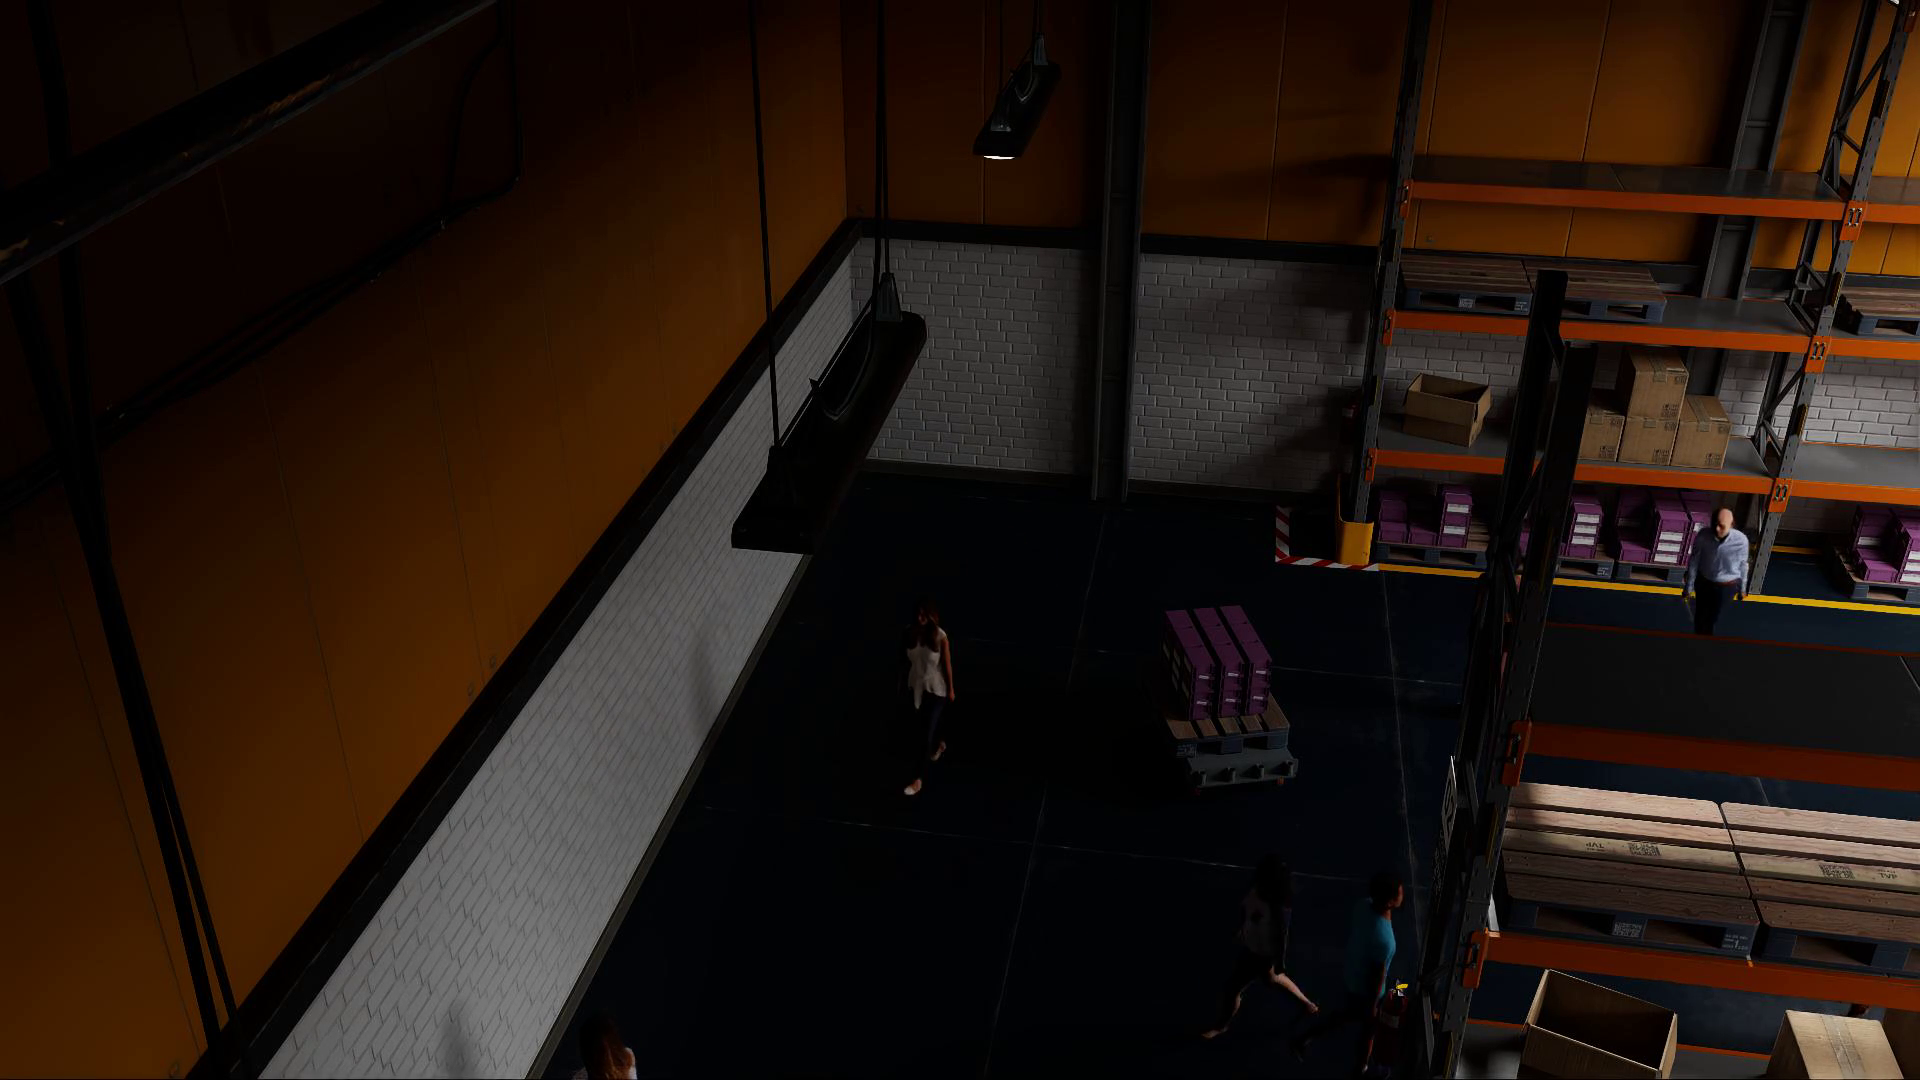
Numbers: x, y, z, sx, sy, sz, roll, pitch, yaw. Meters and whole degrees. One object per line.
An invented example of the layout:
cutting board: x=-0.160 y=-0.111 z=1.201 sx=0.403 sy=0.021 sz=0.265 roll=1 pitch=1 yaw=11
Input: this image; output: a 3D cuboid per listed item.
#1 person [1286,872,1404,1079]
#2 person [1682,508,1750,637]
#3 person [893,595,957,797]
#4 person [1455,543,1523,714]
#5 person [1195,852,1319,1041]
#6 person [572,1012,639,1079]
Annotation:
person: x=2.544 y=2.902 z=10.854 sx=1.020 sy=1.754 sz=0.780 roll=-2 pitch=29 yaw=-4
person: x=7.000 y=0.442 z=15.407 sx=1.292 sy=1.712 sz=1.119 roll=18 pitch=33 yaw=29
person: x=-0.238 y=1.216 z=13.965 sx=1.114 sy=1.735 sz=0.905 roll=14 pitch=32 yaw=24
person: x=4.694 y=0.802 z=14.671 sx=0.478 sy=1.786 sz=0.604 roll=5 pitch=29 yaw=8
person: x=2.115 y=2.751 z=11.231 sx=1.174 sy=1.659 sz=0.877 roll=-3 pitch=29 yaw=-5
person: x=-2.038 y=3.480 z=9.780 sx=0.689 sy=1.768 sz=0.667 roll=23 pitch=36 yaw=36
